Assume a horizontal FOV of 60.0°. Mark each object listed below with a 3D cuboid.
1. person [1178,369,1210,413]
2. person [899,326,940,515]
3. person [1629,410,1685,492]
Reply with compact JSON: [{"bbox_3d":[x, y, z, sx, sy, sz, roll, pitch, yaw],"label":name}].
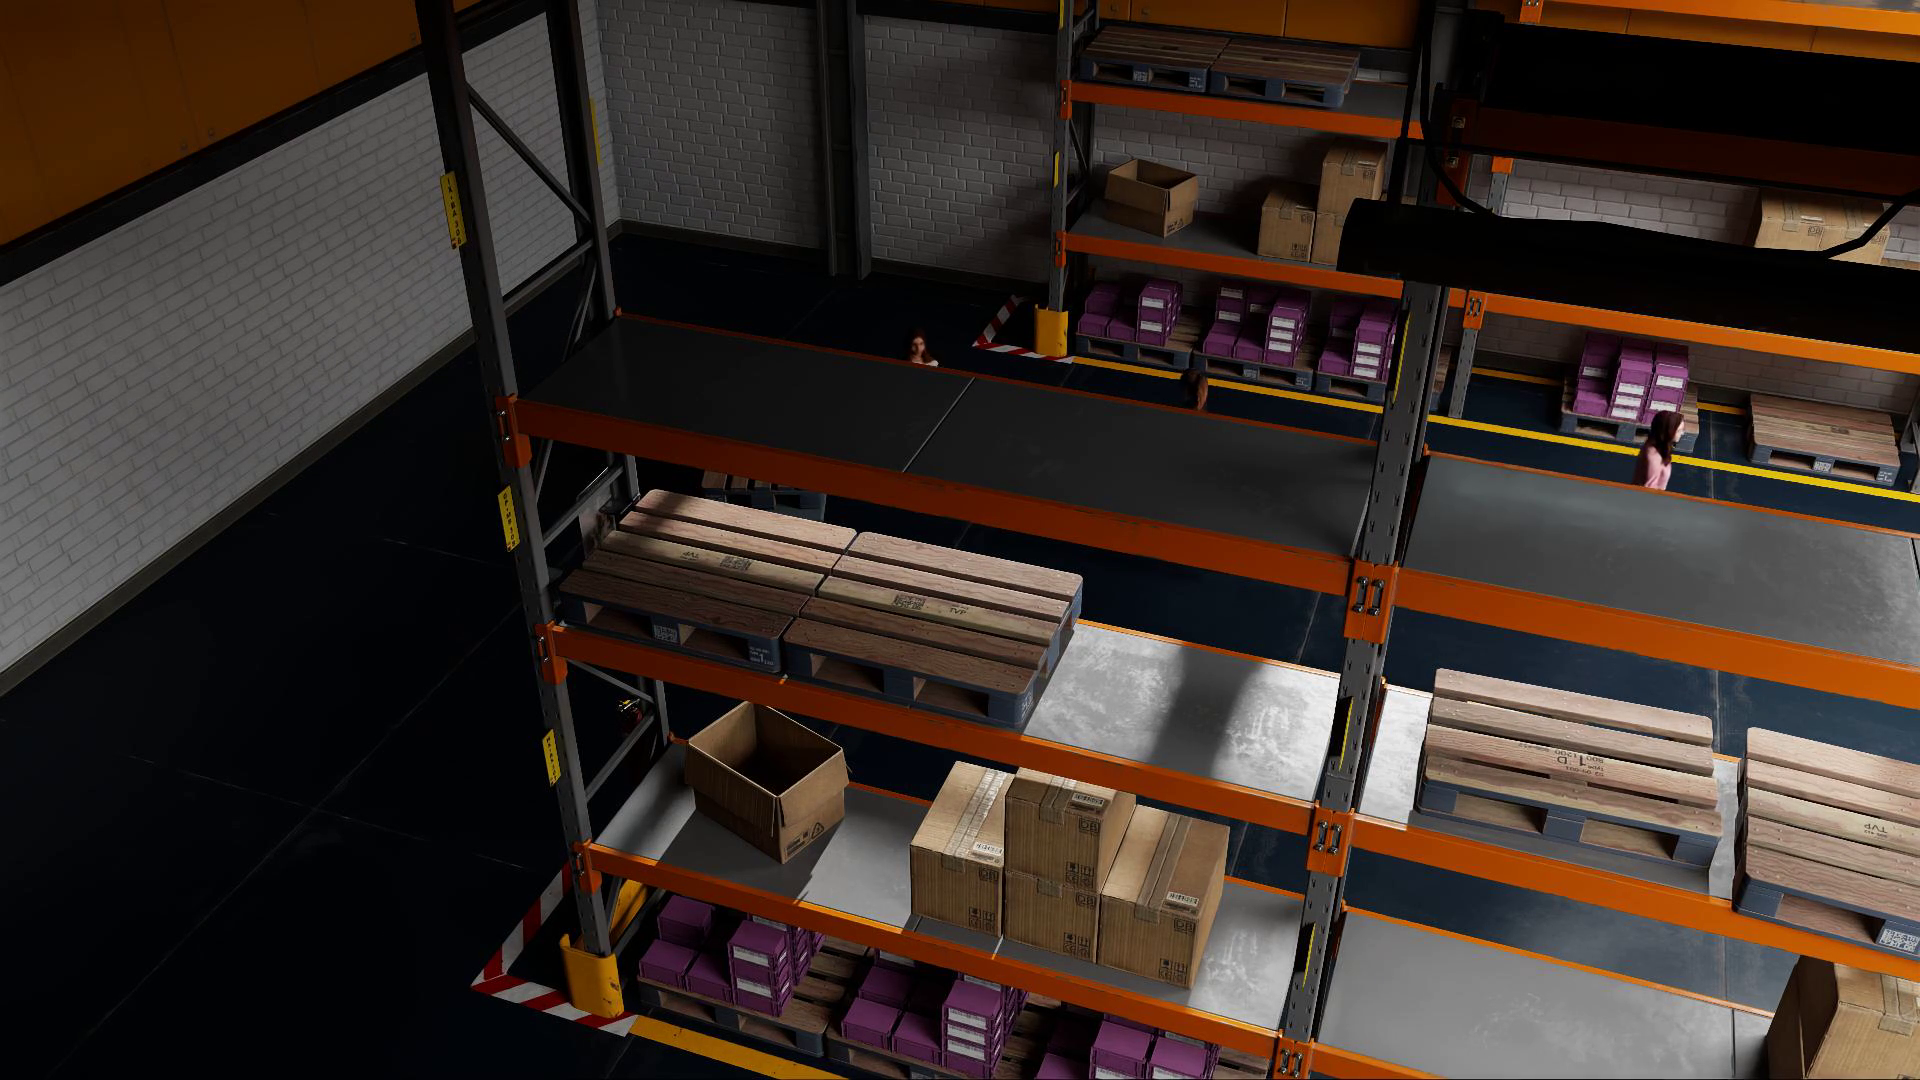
[{"bbox_3d":[1.827,-0.559,13.373,1.098,1.711,0.782,25,41,32],"label":"person"},{"bbox_3d":[-0.396,-1.065,14.126,0.727,1.720,0.782,-6,34,-9],"label":"person"},{"bbox_3d":[5.108,-0.214,12.807,1.135,1.762,0.698,16,37,23],"label":"person"}]
